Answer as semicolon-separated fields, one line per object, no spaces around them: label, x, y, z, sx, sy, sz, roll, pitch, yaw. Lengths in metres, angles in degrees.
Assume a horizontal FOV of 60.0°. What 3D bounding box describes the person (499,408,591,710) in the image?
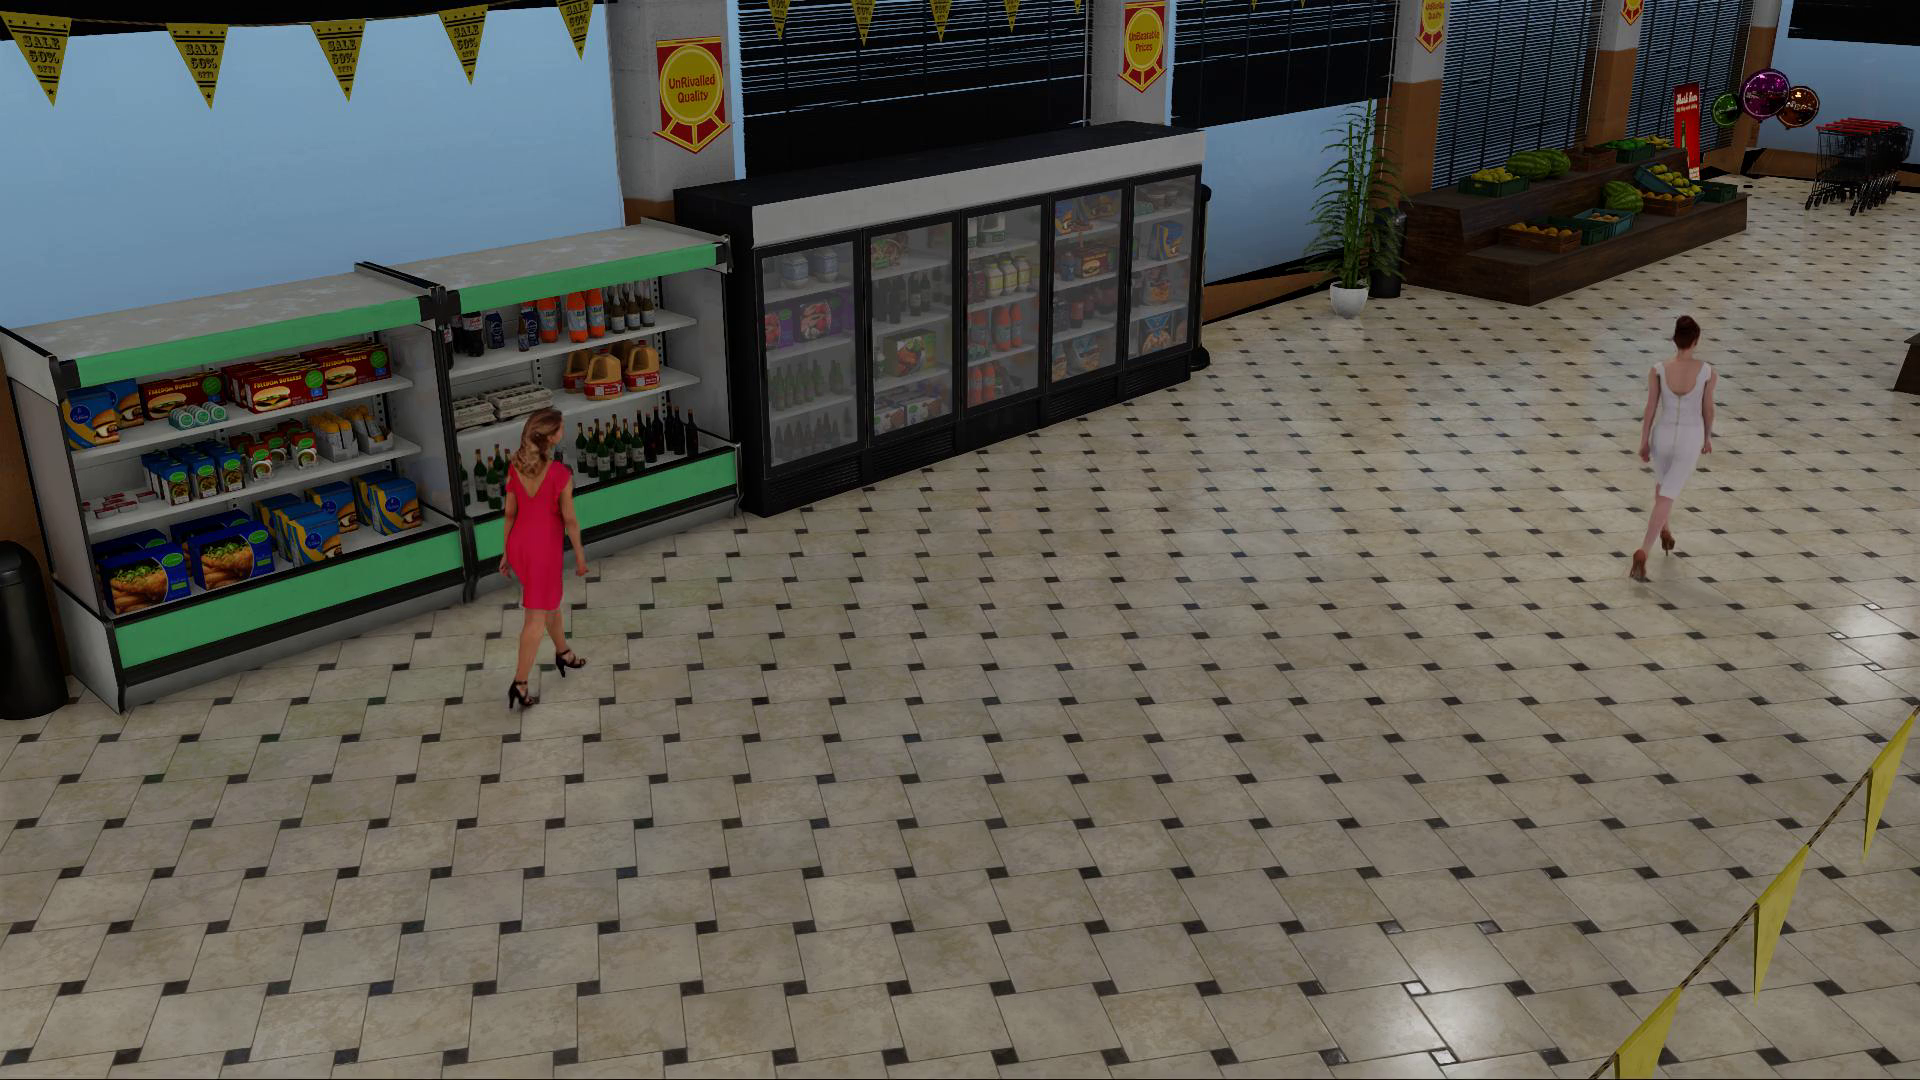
person;-2.424;0.131;9.287;0.728;1.686;0.964;9;24;22

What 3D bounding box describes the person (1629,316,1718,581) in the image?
person;4.659;-0.553;10.914;0.635;1.741;1.130;16;27;35
